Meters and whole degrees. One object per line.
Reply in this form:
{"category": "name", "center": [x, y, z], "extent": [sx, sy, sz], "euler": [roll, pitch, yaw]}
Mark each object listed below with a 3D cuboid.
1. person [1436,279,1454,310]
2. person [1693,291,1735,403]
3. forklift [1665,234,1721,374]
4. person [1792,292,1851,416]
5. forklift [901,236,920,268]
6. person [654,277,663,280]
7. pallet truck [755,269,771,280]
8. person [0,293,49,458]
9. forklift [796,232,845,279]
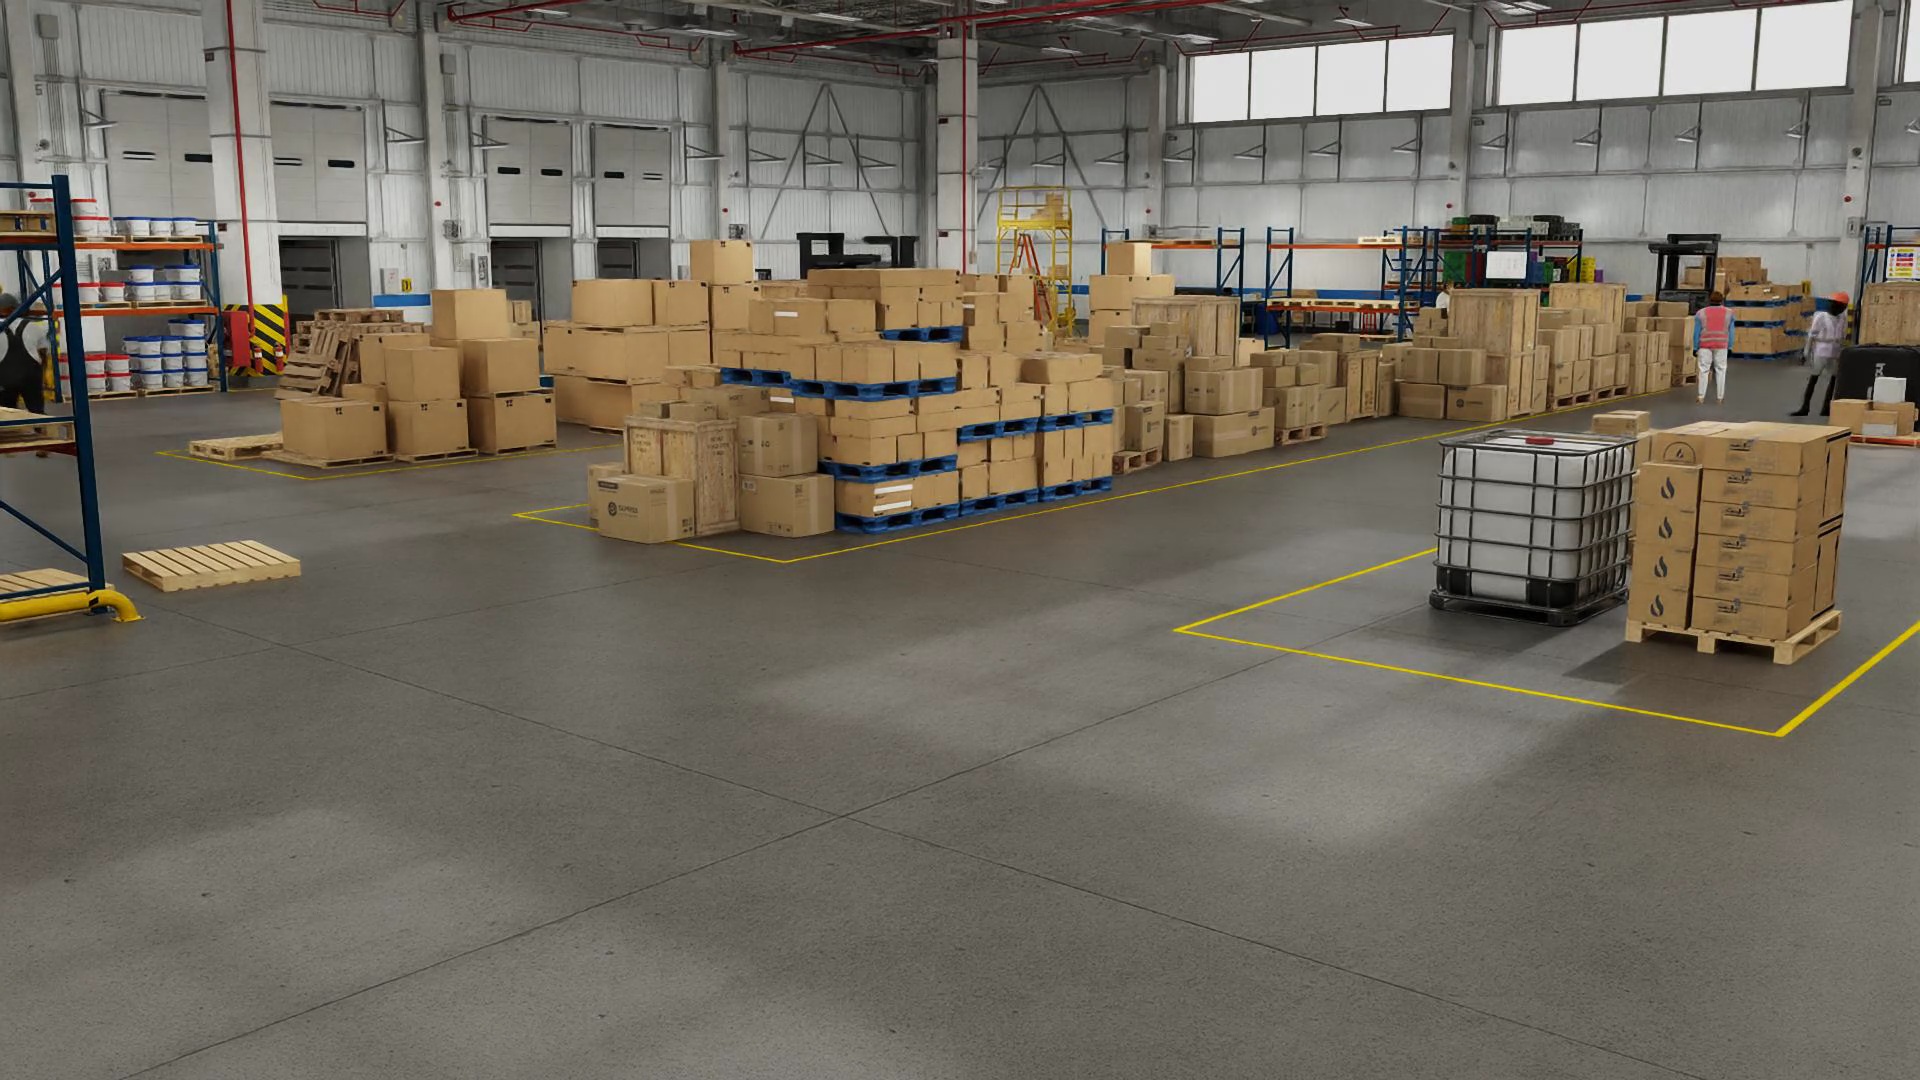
{"category": "person", "center": [9.719, -4.265, 33.368], "extent": [0.374, 1.936, 0.627], "euler": [6, 12, 31]}
{"category": "person", "center": [12.383, -3.162, 27.353], "extent": [0.619, 1.845, 0.430], "euler": [3, 10, 18]}
{"category": "forklift", "center": [14.498, -4.684, 33.062], "extent": [1.129, 2.768, 1.873], "euler": [8, 13, 40]}
{"category": "person", "center": [13.026, -2.784, 25.124], "extent": [0.753, 1.892, 0.343], "euler": [-1, 10, -8]}
{"category": "forklift", "center": [-1.208, -5.765, 39.217], "extent": [1.873, 2.768, 1.129], "euler": [-1, 10, -4]}
{"category": "person", "center": [-6.510, -4.725, 36.021], "extent": [0.634, 1.929, 0.380], "euler": [-4, 11, -24]}
{"category": "pallet truck", "center": [-4.996, -6.432, 45.525], "extent": [1.885, 1.965, 0.823], "euler": [-6, 12, -32]}
{"category": "person", "center": [-11.407, -1.992, 20.125], "extent": [0.697, 2.000, 0.677], "euler": [-7, 12, -35]}
{"category": "forklift", "center": [-2.552, -4.254, 30.612], "extent": [1.873, 2.768, 1.129], "euler": [8, 13, 40]}
